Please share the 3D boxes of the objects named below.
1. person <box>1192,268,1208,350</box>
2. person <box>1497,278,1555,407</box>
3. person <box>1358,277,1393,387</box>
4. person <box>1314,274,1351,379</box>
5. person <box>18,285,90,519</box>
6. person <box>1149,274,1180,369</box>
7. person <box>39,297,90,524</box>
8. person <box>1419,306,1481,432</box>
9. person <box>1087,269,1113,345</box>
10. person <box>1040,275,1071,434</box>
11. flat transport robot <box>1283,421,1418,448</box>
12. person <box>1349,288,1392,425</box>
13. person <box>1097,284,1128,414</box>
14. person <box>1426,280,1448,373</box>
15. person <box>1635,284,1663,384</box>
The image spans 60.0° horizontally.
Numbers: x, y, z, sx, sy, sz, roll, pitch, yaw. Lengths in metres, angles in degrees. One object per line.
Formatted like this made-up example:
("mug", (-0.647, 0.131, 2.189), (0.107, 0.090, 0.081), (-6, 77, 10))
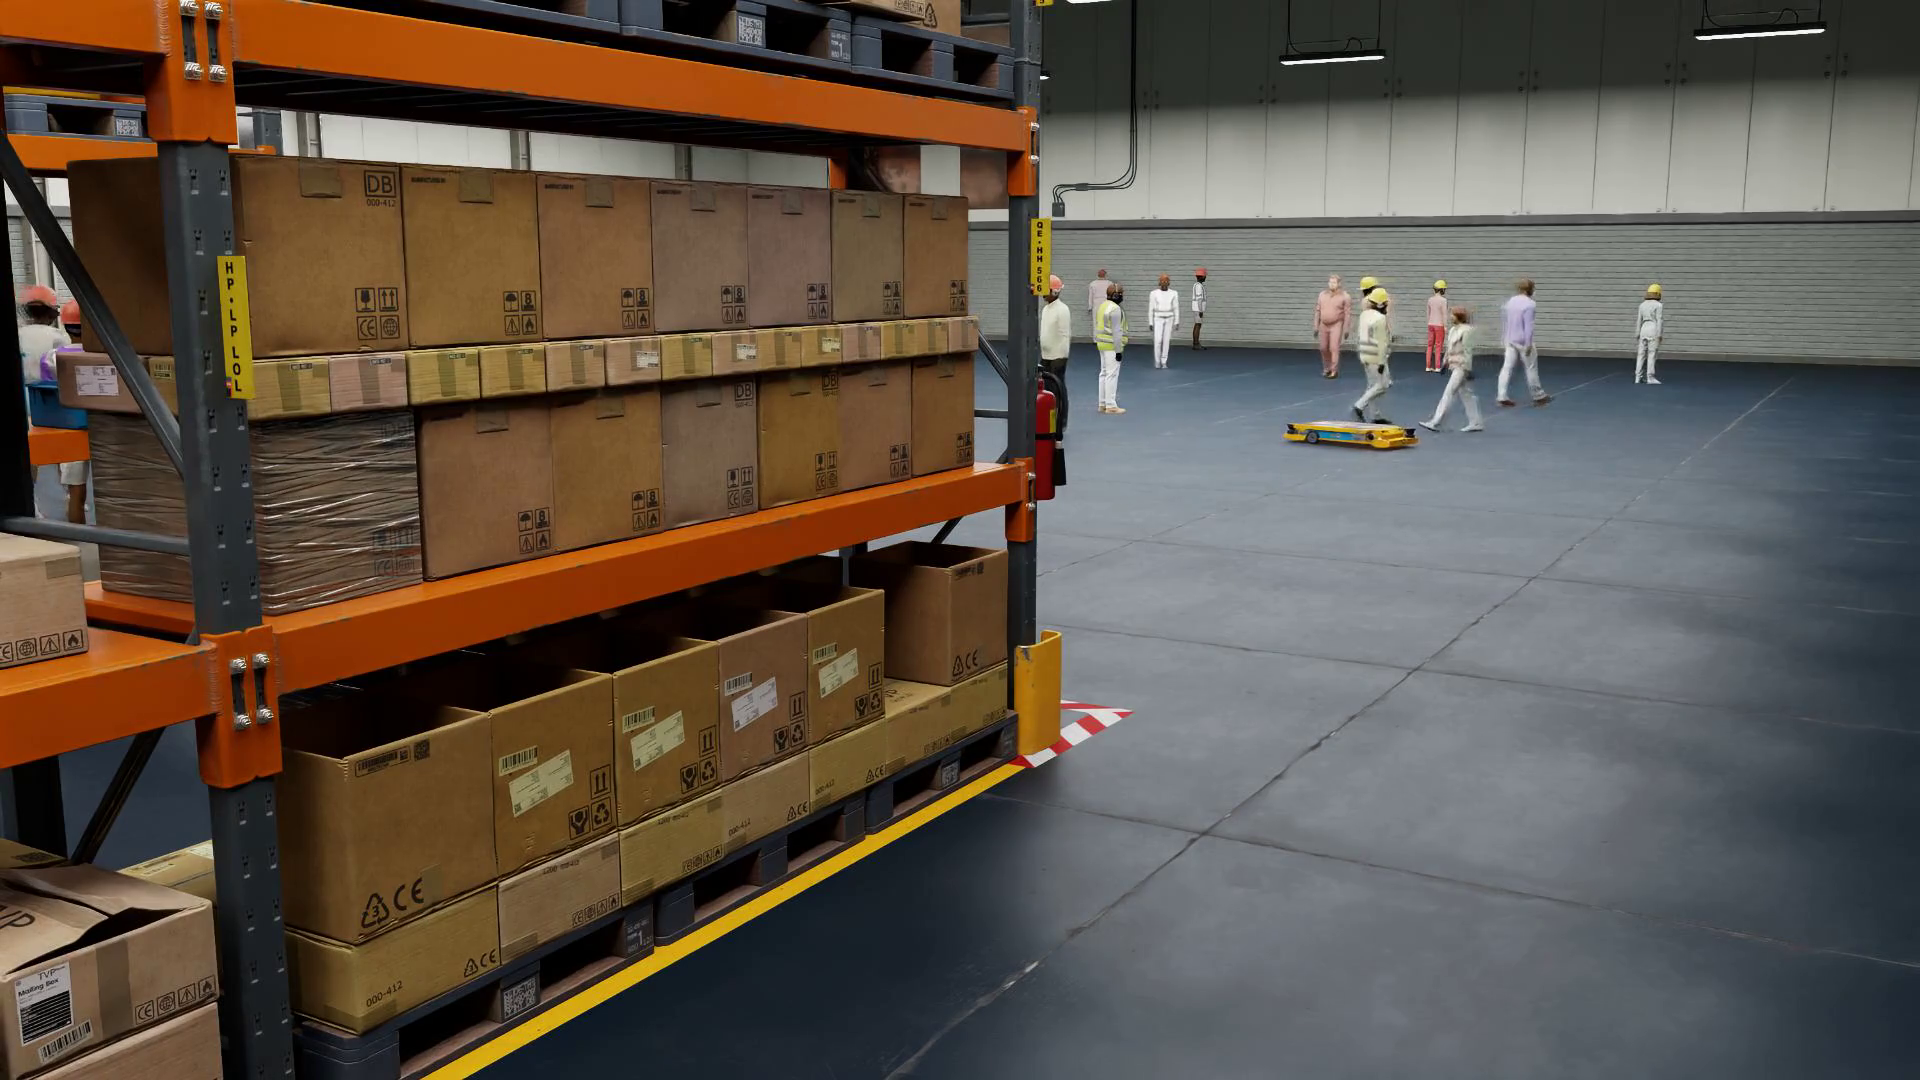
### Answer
("person", (5.690, -5.467, 39.451), (0.355, 1.938, 0.545), (0, 10, 0))
("person", (8.380, -2.909, 24.576), (0.976, 1.894, 0.653), (-3, 10, -19))
("person", (6.971, -3.492, 28.038), (0.605, 1.880, 0.544), (-9, 13, -42))
("person", (6.813, -3.898, 30.443), (0.670, 1.923, 0.466), (8, 13, 39))
("person", (-7.658, -1.128, 13.912), (0.601, 2.002, 1.047), (-1, 10, -9))
("person", (4.047, -4.294, 32.822), (0.581, 1.860, 0.781), (0, 10, -3))
("person", (-6.122, -0.730, 11.701), (0.547, 1.942, 0.351), (-3, 10, -17))
("person", (6.236, -2.149, 21.028), (0.867, 1.590, 0.522), (0, 10, 0))
("person", (3.549, -5.864, 41.878), (0.708, 1.908, 0.402), (0, 10, 0))
("person", (1.157, -2.305, 20.770), (0.395, 1.992, 0.622), (-4, 11, -24))
("flat transport robot", (4.629, -1.269, 19.741), (1.431, 0.197, 0.652), (9, 13, 43))
("person", (5.402, -2.379, 21.720), (0.598, 1.817, 0.617), (-2, 10, -11))
("person", (2.165, -2.709, 23.614), (0.429, 1.836, 0.628), (-2, 10, -14))
("person", (9.166, -4.090, 31.893), (0.313, 1.769, 0.525), (-5, 11, -27))
("person", (12.102, -3.606, 29.125), (0.324, 1.741, 0.492), (-5, 11, -26))
